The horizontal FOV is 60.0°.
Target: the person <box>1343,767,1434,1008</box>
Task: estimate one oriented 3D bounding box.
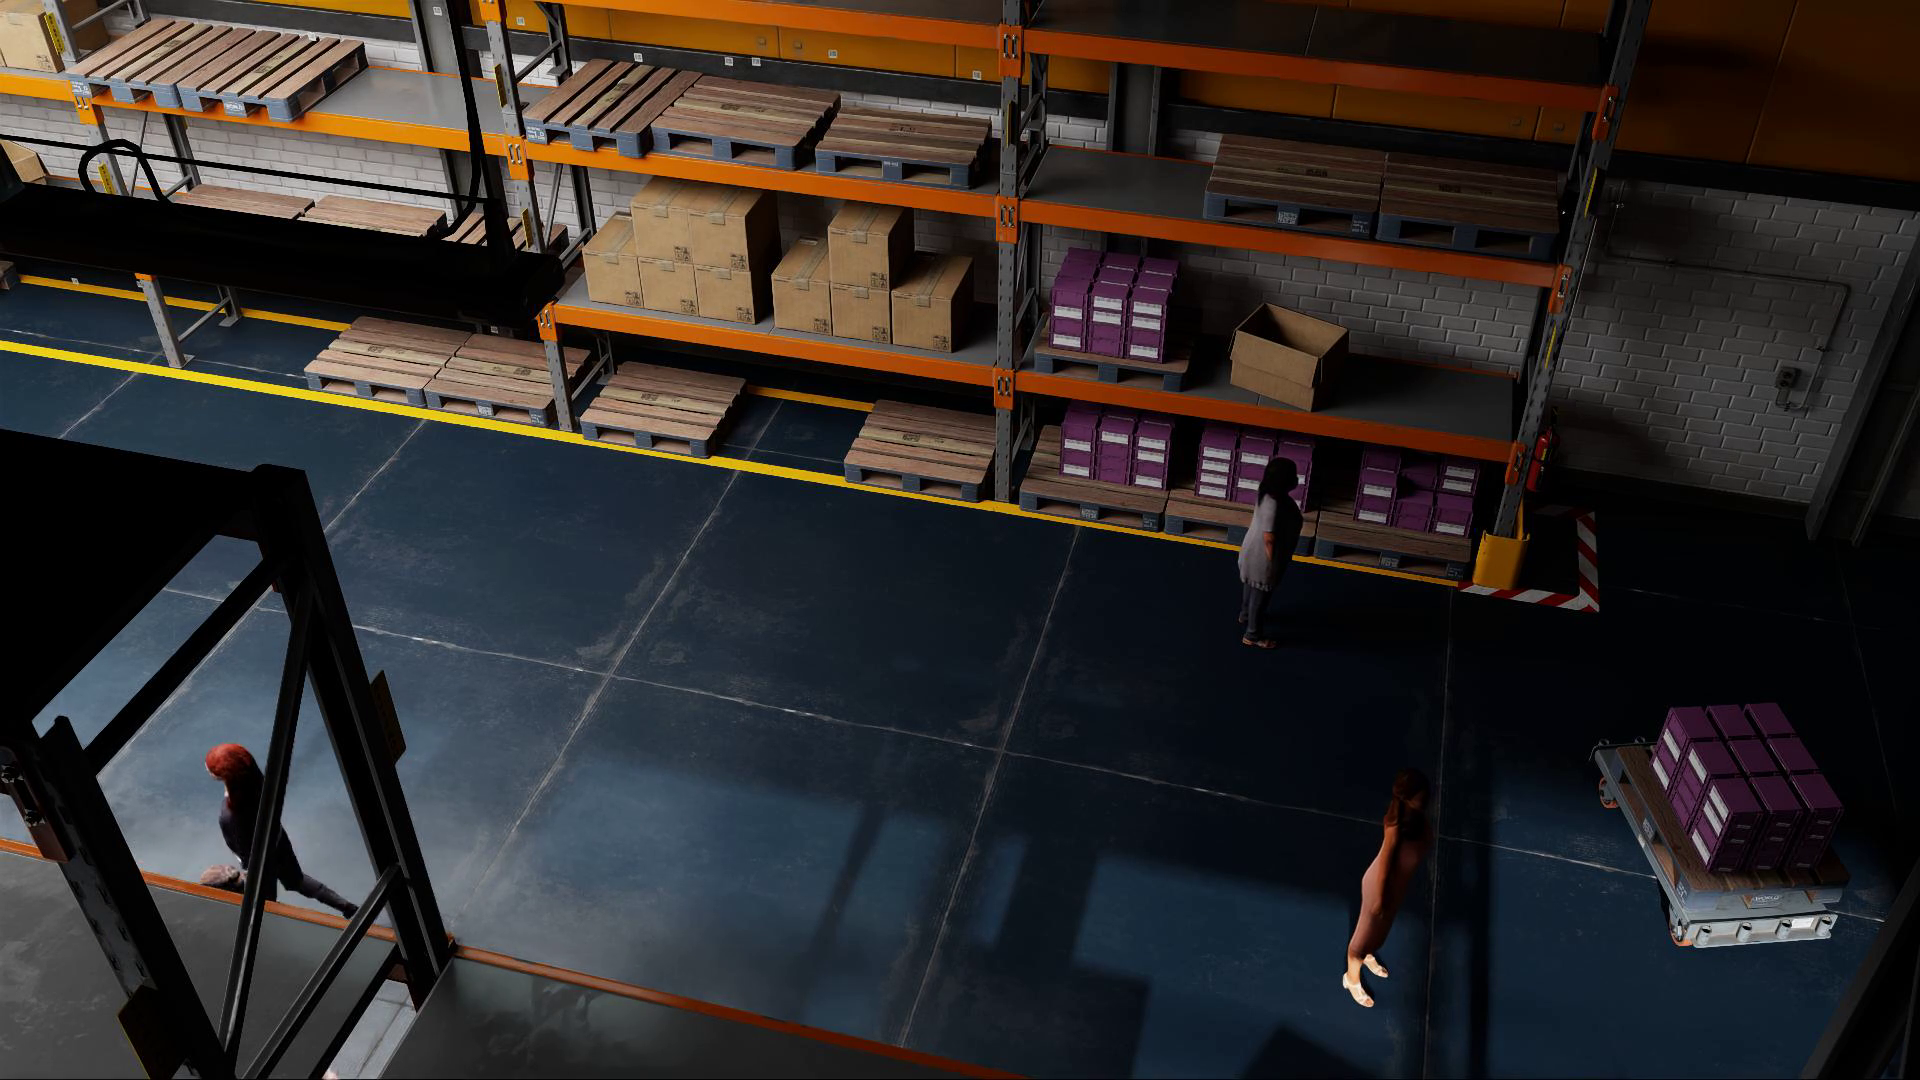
[{"bbox_3d":[2.477,1.984,9.649,0.632,1.831,0.644,25,45,28],"label":"person"}]

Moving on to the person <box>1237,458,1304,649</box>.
[{"bbox_3d":[2.248,0.064,12.230,0.723,1.611,0.694,1,39,1],"label":"person"}]

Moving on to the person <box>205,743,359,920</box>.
[{"bbox_3d":[-4.063,1.842,9.882,0.972,1.763,0.729,0,39,1],"label":"person"}]

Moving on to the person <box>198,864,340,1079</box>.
[{"bbox_3d":[-3.894,2.423,9.080,0.840,1.855,0.708,14,41,16],"label":"person"}]
